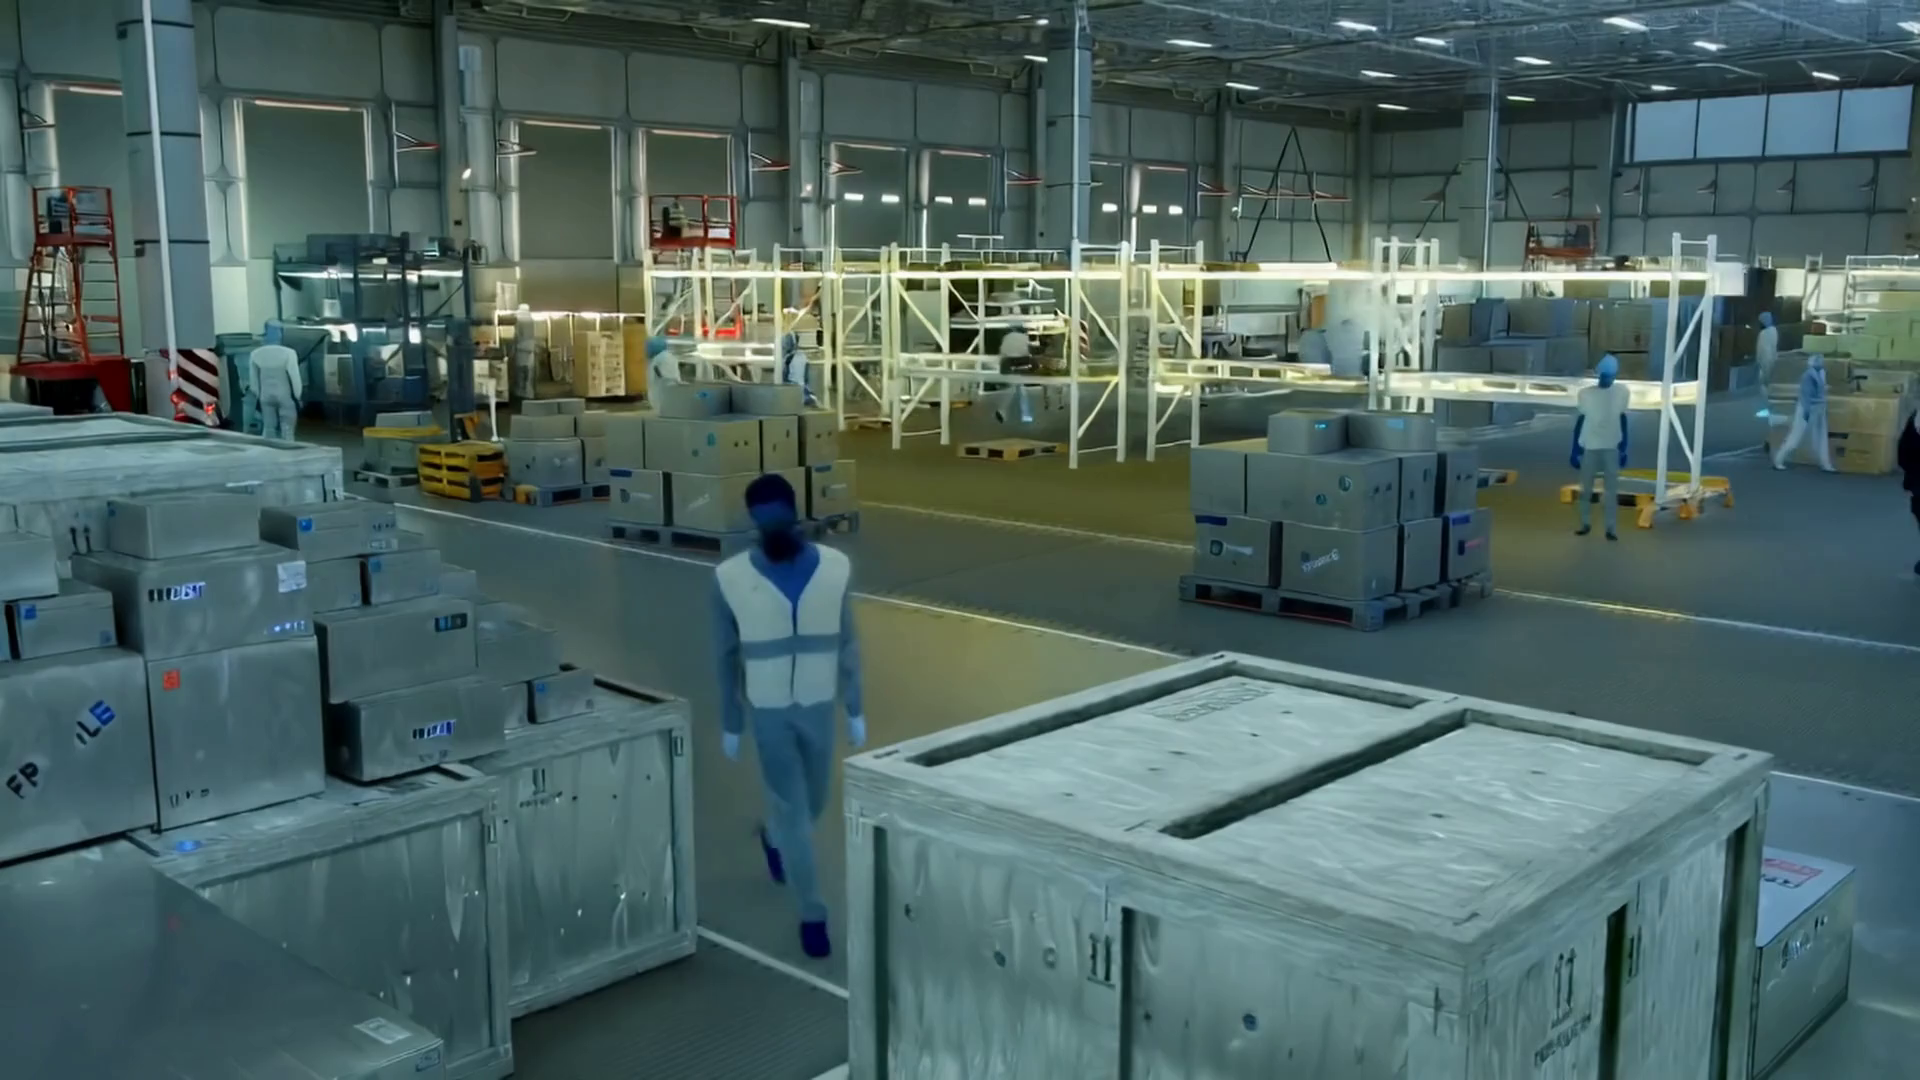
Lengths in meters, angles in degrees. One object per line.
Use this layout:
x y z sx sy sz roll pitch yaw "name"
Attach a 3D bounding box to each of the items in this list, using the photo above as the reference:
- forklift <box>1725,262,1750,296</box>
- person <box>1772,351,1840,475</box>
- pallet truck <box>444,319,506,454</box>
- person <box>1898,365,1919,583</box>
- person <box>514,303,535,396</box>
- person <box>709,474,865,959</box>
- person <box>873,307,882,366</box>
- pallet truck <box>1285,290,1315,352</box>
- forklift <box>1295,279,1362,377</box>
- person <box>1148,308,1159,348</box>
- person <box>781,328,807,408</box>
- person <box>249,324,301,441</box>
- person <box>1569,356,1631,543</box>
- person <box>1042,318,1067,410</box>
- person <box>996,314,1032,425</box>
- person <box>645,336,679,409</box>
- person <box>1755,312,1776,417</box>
20.714 -6.029 44.512 1.873 2.768 1.129 7 12 37 "forklift"
11.053 -1.668 21.696 0.535 1.599 0.854 -5 11 -30 "person"
-6.981 -1.942 22.150 1.885 1.965 0.823 1 9 9 "pallet truck"
8.180 -0.638 14.024 0.709 2.000 0.565 -7 12 -38 "person"
-9.112 -3.964 34.729 0.357 1.937 0.551 5 10 27 "person"
-0.717 0.644 6.699 0.604 1.881 0.878 -4 10 -24 "person"
-2.181 -5.400 44.484 0.312 1.633 0.519 -1 9 -4 "person"
11.297 -6.951 52.861 1.885 1.965 0.823 -5 11 -29 "pallet truck"
9.386 -5.479 41.136 1.873 2.768 1.129 9 13 43 "forklift"
4.988 -5.075 42.344 0.498 1.681 0.537 1 9 5 "person"
-2.198 -1.865 22.028 0.337 1.882 0.585 -2 10 -14 "person"
-8.880 -1.829 21.637 0.628 1.940 0.373 0 9 0 "person"
6.279 -0.888 16.304 0.562 1.812 0.816 2 9 12 "person"
1.784 -3.319 31.389 0.485 1.739 0.319 -2 9 -11 "person"
0.943 -2.900 28.336 0.592 1.900 0.877 6 11 34 "person"
-3.827 -1.734 21.484 0.458 1.804 0.656 -3 10 -16 "person"
14.527 -3.172 30.021 0.436 1.894 0.795 3 10 16 "person"
